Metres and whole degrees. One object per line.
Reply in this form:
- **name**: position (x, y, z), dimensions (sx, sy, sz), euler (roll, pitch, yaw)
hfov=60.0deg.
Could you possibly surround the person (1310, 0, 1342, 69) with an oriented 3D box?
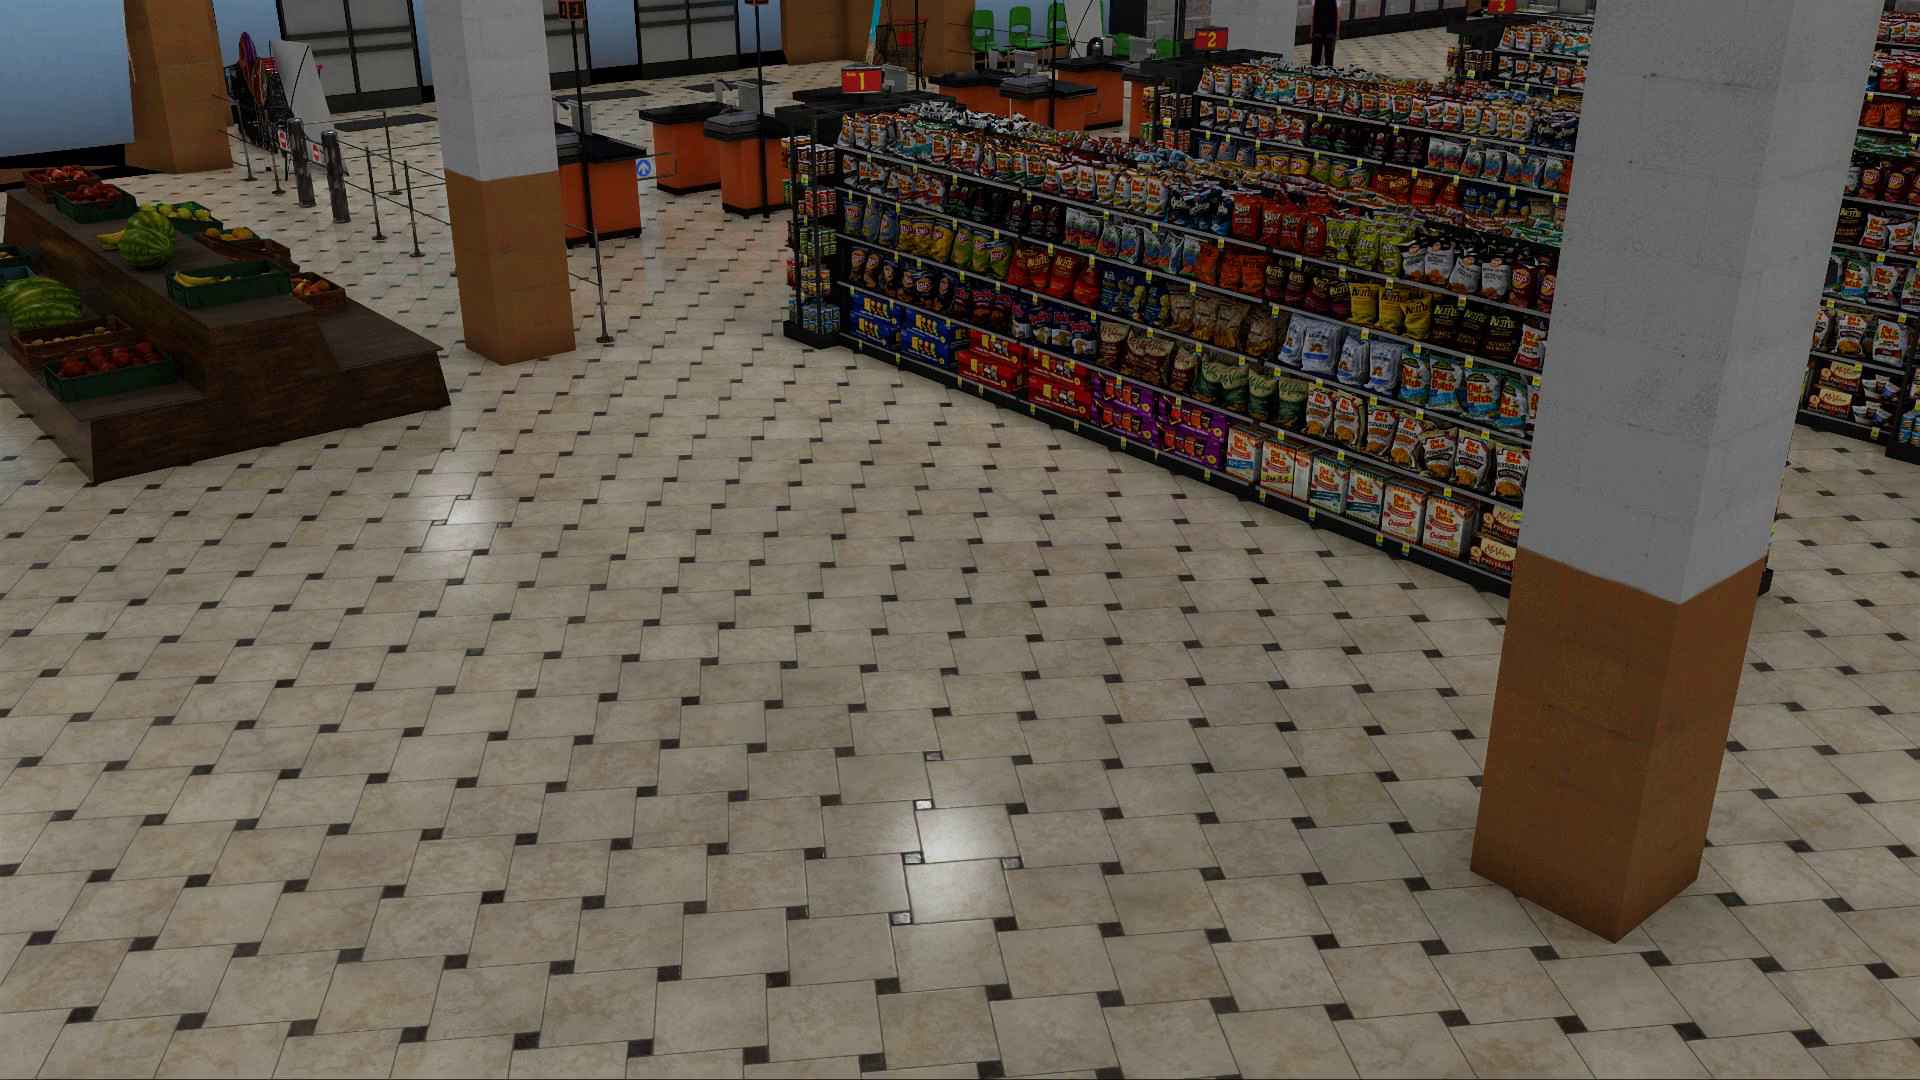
- **person**: position (6.132, -8.577, 27.962), dimensions (0.672, 1.849, 0.790), euler (9, 25, 19)
